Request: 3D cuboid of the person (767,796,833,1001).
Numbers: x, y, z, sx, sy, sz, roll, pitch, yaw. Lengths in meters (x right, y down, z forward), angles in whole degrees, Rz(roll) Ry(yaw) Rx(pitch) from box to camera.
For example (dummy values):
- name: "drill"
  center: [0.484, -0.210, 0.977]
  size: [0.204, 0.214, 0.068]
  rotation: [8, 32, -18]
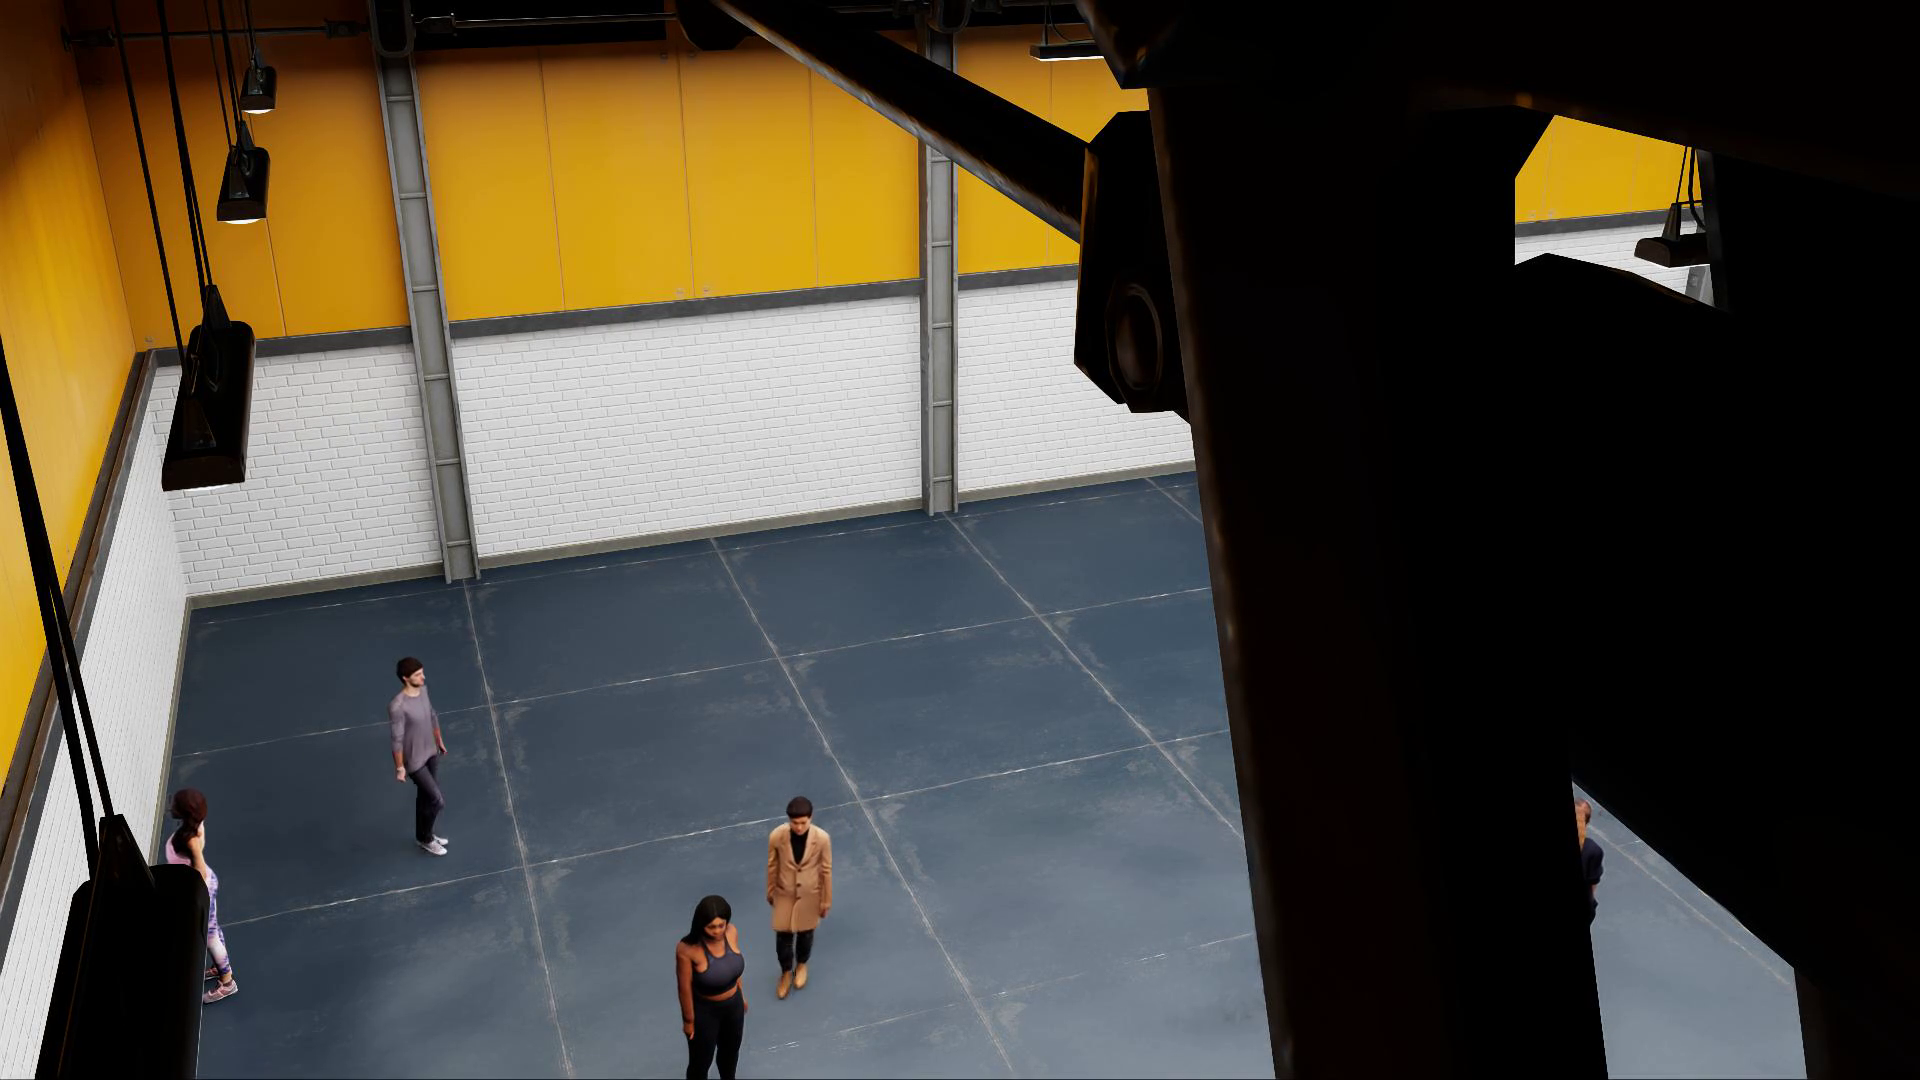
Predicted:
- name: "person"
  center: [-1.206, 2.608, 12.587]
  size: [0.747, 1.709, 0.832]
  rotation: [1, 24, 2]

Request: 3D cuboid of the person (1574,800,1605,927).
- name: "person"
  center: [4.522, 2.686, 12.433]
  size: [0.715, 1.691, 0.768]
  rotation: [11, 26, 25]

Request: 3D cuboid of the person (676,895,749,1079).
- name: "person"
  center: [-1.663, 3.150, 11.216]
  size: [0.828, 1.814, 0.712]
  rotation: [21, 31, 40]

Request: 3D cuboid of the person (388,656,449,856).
- name: "person"
  center: [-4.696, 1.835, 14.193]
  size: [0.825, 1.840, 0.819]
  rotation: [4, 24, 9]

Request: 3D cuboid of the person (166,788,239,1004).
- name: "person"
  center: [-5.696, 2.633, 12.462]
  size: [0.588, 1.763, 0.617]
  rotation: [-11, 26, -24]
